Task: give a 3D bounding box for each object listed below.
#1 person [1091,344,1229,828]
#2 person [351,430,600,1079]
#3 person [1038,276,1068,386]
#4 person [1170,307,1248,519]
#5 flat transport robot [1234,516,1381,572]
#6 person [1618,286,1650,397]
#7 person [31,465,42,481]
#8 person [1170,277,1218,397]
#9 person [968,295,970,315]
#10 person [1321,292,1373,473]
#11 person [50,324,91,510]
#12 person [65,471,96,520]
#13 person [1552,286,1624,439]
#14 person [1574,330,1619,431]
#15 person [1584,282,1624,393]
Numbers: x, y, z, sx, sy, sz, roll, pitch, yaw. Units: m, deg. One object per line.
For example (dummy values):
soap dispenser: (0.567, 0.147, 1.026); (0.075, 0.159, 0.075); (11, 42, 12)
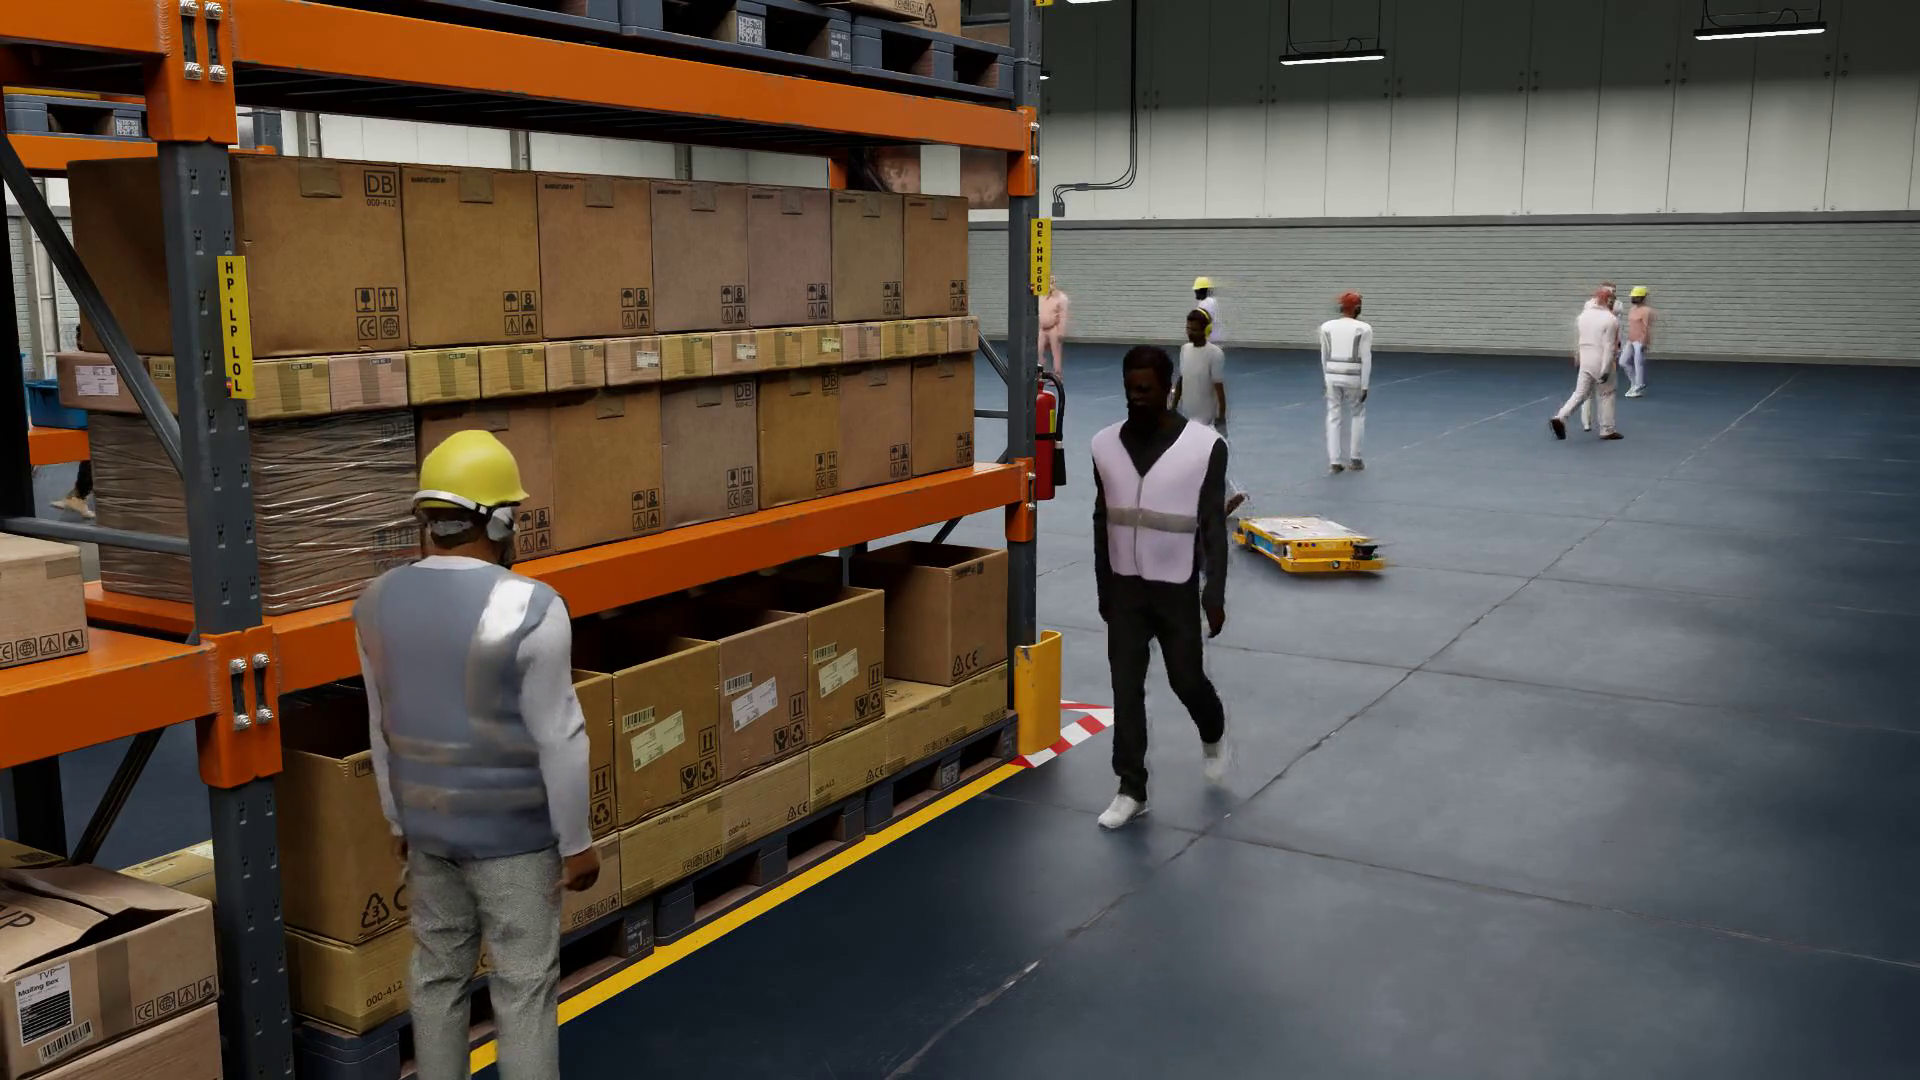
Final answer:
person: (0.822, 0.153, 6.667); (0.602, 1.895, 0.784); (6, 11, 31)
person: (-1.125, 0.657, 3.937); (0.594, 1.830, 0.403); (5, 11, 25)
person: (1.487, -3.554, 28.380); (0.680, 1.883, 0.688); (9, 13, 41)
person: (2.039, -1.035, 13.876); (0.911, 1.819, 0.600); (-5, 11, -28)
flat transport robot: (2.531, 0.012, 12.245); (0.652, 0.197, 1.431); (-1, 10, -7)
person: (10.652, -3.124, 26.237); (0.364, 1.753, 0.544); (-2, 10, -9)
person: (-9.123, -1.245, 15.712); (0.523, 1.611, 0.528); (1, 10, 6)
person: (3.757, -3.178, 26.186); (0.934, 1.881, 0.604); (-1, 10, -6)
person: (-0.018, -5.019, 37.467); (0.524, 1.721, 0.911); (3, 10, 18)
person: (4.015, -1.629, 17.223); (0.572, 1.858, 0.732); (6, 11, 30)
person: (-7.657, -1.115, 14.816); (0.885, 1.651, 0.535); (-7, 12, -36)
person: (-7.142, -0.975, 13.984); (0.856, 1.652, 0.534); (-3, 10, -18)
person: (7.653, -2.132, 20.128); (0.892, 1.874, 0.635); (-4, 11, -23)
person: (8.174, -2.215, 21.357); (0.541, 1.599, 0.807); (5, 11, 27)
person: (10.366, -3.254, 26.868); (0.640, 1.820, 0.580); (5, 11, 29)
